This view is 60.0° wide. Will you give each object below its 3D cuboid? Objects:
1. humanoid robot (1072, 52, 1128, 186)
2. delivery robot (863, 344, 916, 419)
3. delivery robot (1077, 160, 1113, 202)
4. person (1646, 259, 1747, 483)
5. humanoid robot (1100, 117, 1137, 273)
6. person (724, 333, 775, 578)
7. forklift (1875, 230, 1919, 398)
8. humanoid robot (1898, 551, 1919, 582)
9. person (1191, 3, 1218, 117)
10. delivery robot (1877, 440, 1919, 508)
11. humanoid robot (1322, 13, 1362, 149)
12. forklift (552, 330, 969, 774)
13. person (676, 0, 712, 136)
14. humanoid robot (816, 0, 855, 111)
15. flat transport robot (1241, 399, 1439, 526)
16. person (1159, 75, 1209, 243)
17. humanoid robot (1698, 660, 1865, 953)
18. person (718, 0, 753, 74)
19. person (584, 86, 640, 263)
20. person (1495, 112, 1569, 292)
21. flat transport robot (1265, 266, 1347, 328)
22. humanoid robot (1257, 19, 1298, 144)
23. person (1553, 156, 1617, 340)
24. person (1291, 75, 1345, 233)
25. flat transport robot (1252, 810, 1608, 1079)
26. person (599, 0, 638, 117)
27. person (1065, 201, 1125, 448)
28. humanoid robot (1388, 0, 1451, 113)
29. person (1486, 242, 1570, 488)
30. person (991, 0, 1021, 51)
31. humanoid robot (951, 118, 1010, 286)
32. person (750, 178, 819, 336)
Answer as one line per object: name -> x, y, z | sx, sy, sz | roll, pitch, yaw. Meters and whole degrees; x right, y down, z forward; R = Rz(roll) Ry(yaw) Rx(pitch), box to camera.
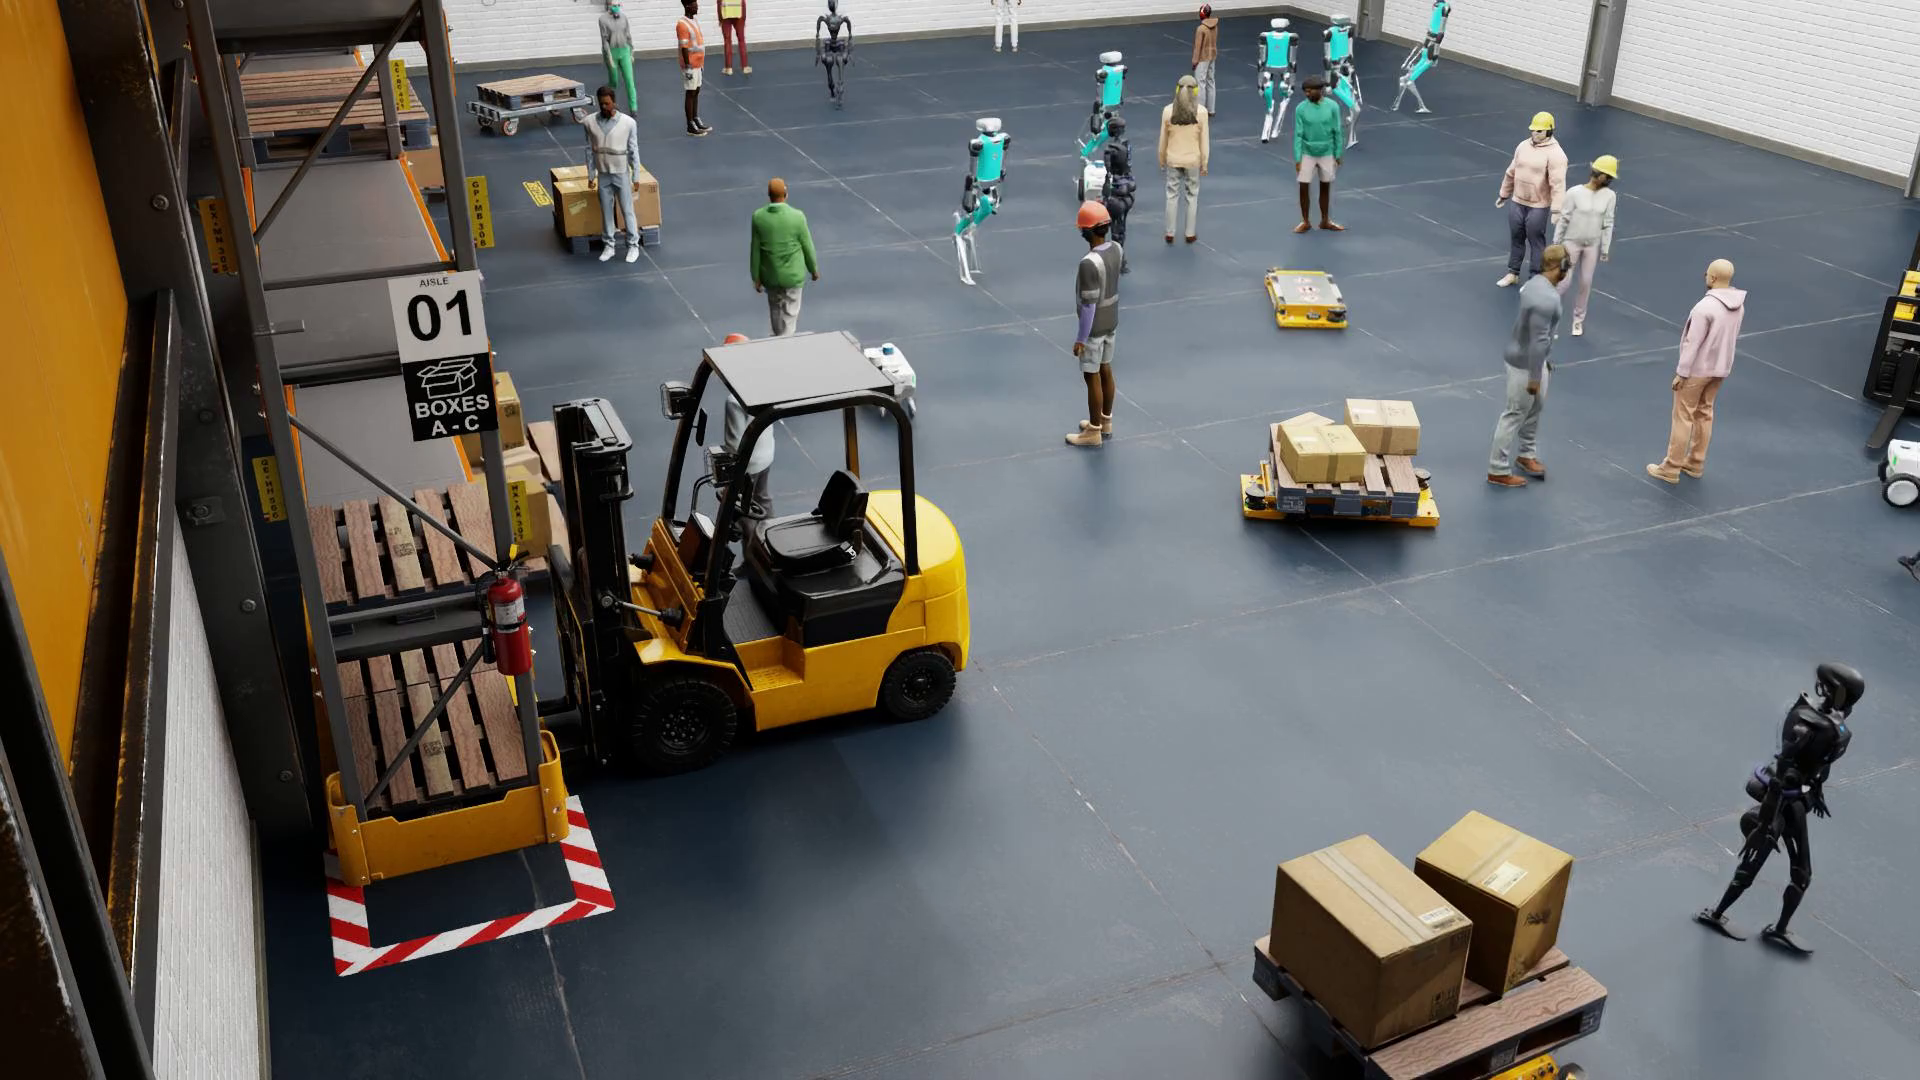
humanoid robot -> 1.625, -5.172, 20.749 | 0.813, 1.863, 0.548 | 22, 34, 37
delivery robot -> -0.624, -1.416, 14.493 | 0.499, 0.601, 0.805 | -7, 27, -13
delivery robot -> 1.689, -4.325, 20.289 | 0.499, 0.611, 0.792 | 1, 27, 2
person -> 5.771, -1.295, 12.889 | 0.540, 1.774, 0.407 | -15, 30, -27
humanoid robot -> 1.703, -3.687, 17.769 | 0.364, 1.650, 0.609 | 16, 31, 29
person -> -1.475, -0.588, 11.519 | 0.351, 1.737, 0.575 | 9, 28, 18
forklift -> 9.029, -2.397, 14.618 | 1.214, 2.155, 2.313 | 18, 32, 32
humanoid robot -> 6.844, -0.491, 11.395 | 0.585, 1.654, 0.349 | -20, 33, -35
person -> 3.601, -7.020, 24.419 | 0.464, 1.647, 0.308 | -23, 34, -37
delivery robot -> 7.457, -0.533, 12.718 | 0.760, 0.586, 0.499 | 11, 29, 20
humanoid robot -> 5.393, -6.263, 22.840 | 0.549, 1.773, 0.944 | -17, 31, -30
forklift -> -1.094, 0.010, 9.831 | 2.313, 2.155, 1.214 | -10, 28, -20
person -> -3.771, -6.726, 23.478 | 0.368, 1.966, 0.604 | 3, 27, 6
humanoid robot -> -1.888, -7.391, 25.175 | 0.598, 1.639, 0.767 | 0, 27, 1
flat transport robot -> 2.881, -0.348, 12.680 | 1.431, 0.231, 0.659 | 3, 27, 5
person -> 2.507, -4.259, 18.676 | 0.561, 1.875, 0.431 | 7, 27, 13
humanoid robot -> 3.959, 1.264, 7.916 | 0.608, 1.634, 0.578 | -20, 33, -34
person -> -3.705, -8.582, 27.404 | 0.559, 1.760, 0.371 | -6, 27, -12
person -> -3.755, -3.982, 18.087 | 0.592, 1.910, 0.389 | 5, 27, 10
person -> 5.919, -3.490, 17.164 | 0.431, 1.858, 0.792 | -16, 31, -29
flat transport robot -> 3.501, -2.464, 16.888 | 0.659, 0.231, 1.431 | 2, 27, 3
humanoid robot -> 4.369, -6.312, 22.913 | 0.545, 1.743, 1.011 | 8, 28, 15
person -> 5.921, -2.796, 15.919 | 0.636, 1.730, 0.426 | -3, 27, -5
person -> 4.160, -4.406, 19.030 | 0.703, 1.819, 0.397 | 4, 27, 7
flat transport robot -> 2.117, 2.201, 7.610 | 0.659, 0.231, 1.431 | -13, 29, -24
person -> -5.084, -7.243, 24.677 | 0.507, 1.813, 0.806 | -14, 30, -26
person -> 1.076, -1.739, 13.483 | 0.390, 2.037, 0.604 | 14, 30, 26
humanoid robot -> 6.795, -7.225, 24.817 | 0.872, 1.850, 0.555 | -1, 27, -3
person -> 4.403, -1.338, 12.820 | 0.449, 1.912, 0.660 | 11, 29, 21
person -> 0.812, -9.546, 29.199 | 0.571, 1.871, 0.350 | -2, 27, -4
humanoid robot -> 0.106, -3.571, 17.474 | 0.530, 1.788, 0.796 | -24, 35, -39
person -> -1.573, -2.461, 15.231 | 0.556, 1.749, 0.850 | 7, 27, 13
